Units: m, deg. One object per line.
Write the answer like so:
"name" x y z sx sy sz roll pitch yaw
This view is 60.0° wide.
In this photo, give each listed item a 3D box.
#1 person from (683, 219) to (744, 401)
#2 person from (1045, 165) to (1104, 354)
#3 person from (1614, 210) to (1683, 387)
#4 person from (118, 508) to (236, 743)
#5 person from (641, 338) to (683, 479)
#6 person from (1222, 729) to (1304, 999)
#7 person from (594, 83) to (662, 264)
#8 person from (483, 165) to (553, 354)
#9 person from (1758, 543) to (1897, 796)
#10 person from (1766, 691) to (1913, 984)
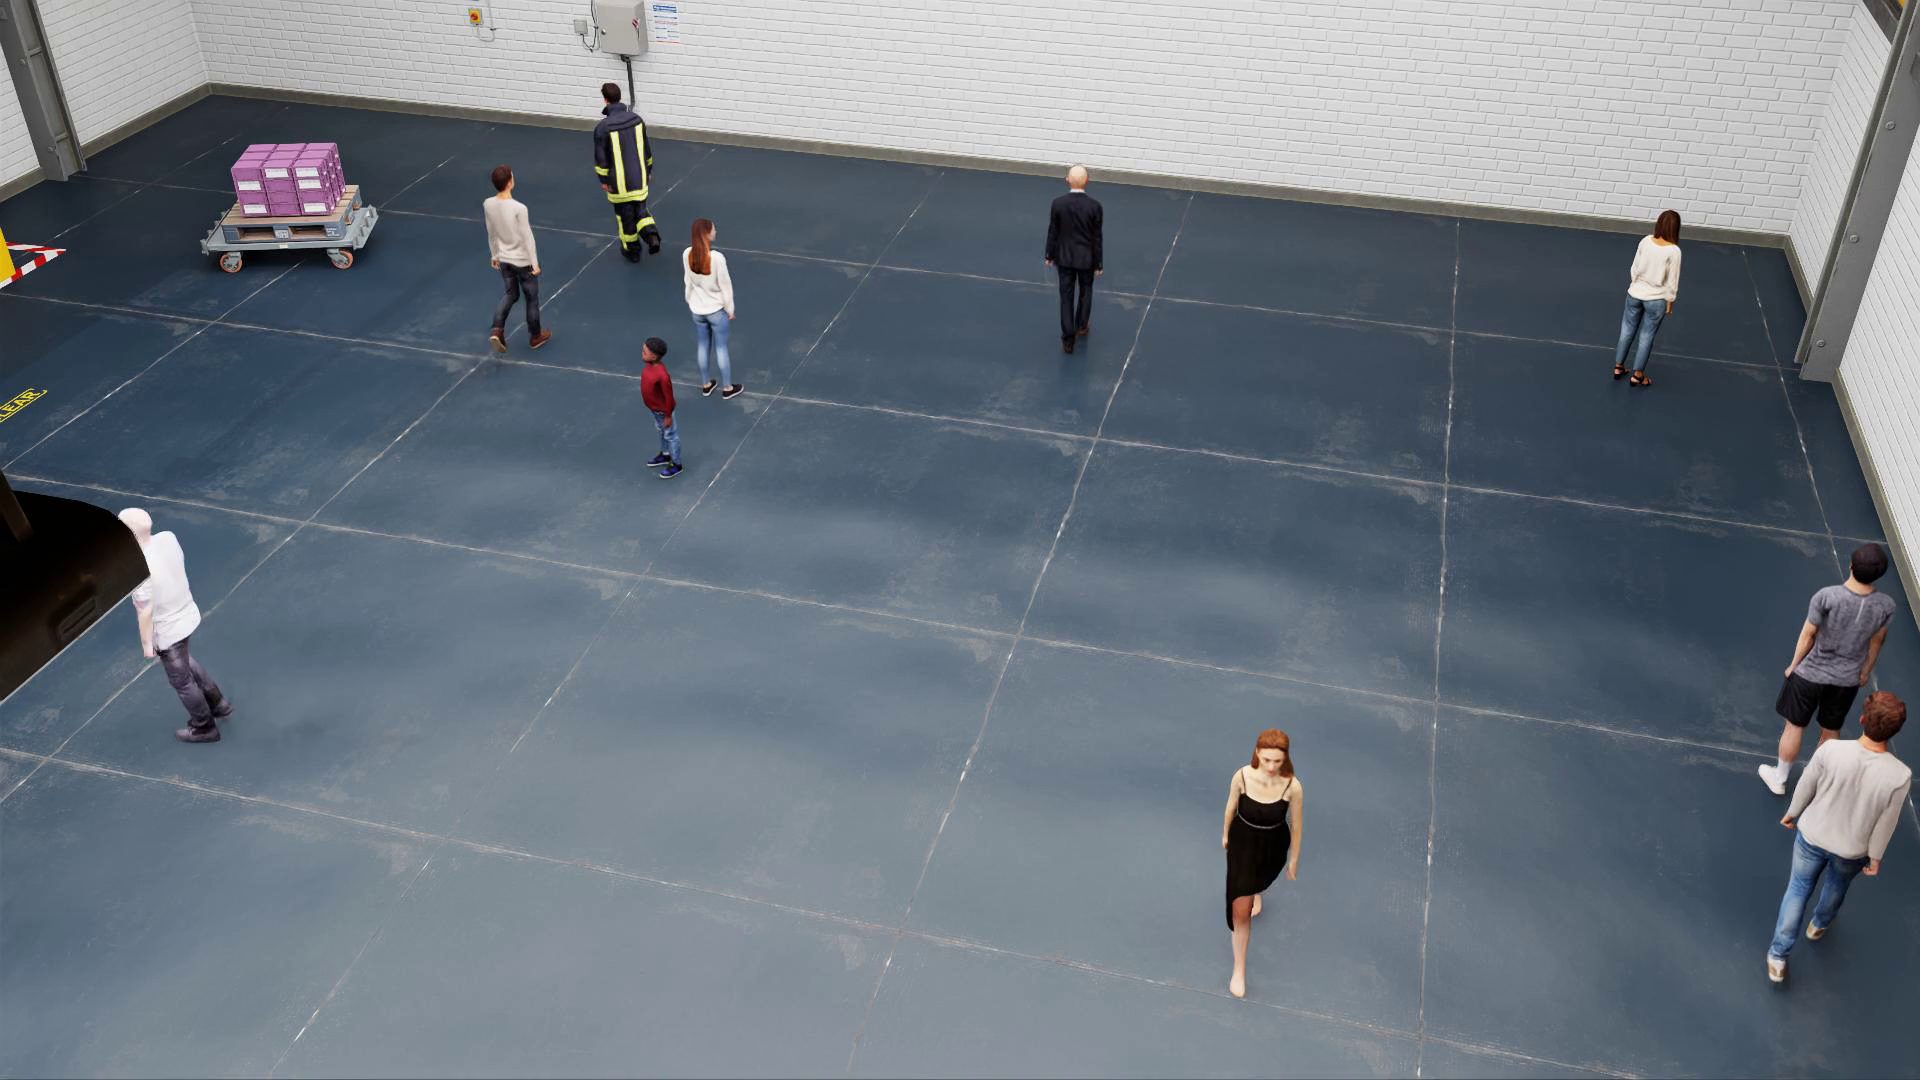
"person" -2.236 -2.064 14.891 0.653 1.693 0.609 15 36 21
"person" 1.078 -2.595 15.613 0.764 1.778 0.887 4 34 6
"person" 6.257 -2.206 15.114 0.750 1.682 0.698 -19 38 -26
"person" -5.042 0.567 10.812 0.800 1.827 0.669 2 34 2
"person" -2.487 -1.132 13.885 0.640 1.254 0.583 -19 38 -26
"person" 1.699 1.671 9.378 0.632 1.574 1.120 5 34 8
"person" -3.428 -3.759 17.248 0.994 1.907 1.057 -25 41 -32
"person" -4.192 -2.570 15.508 0.762 1.852 1.041 15 36 21
"person" 5.426 0.829 10.377 0.663 1.871 0.571 6 34 9
"person" 4.768 1.672 9.108 0.915 1.873 1.134 22 39 29
